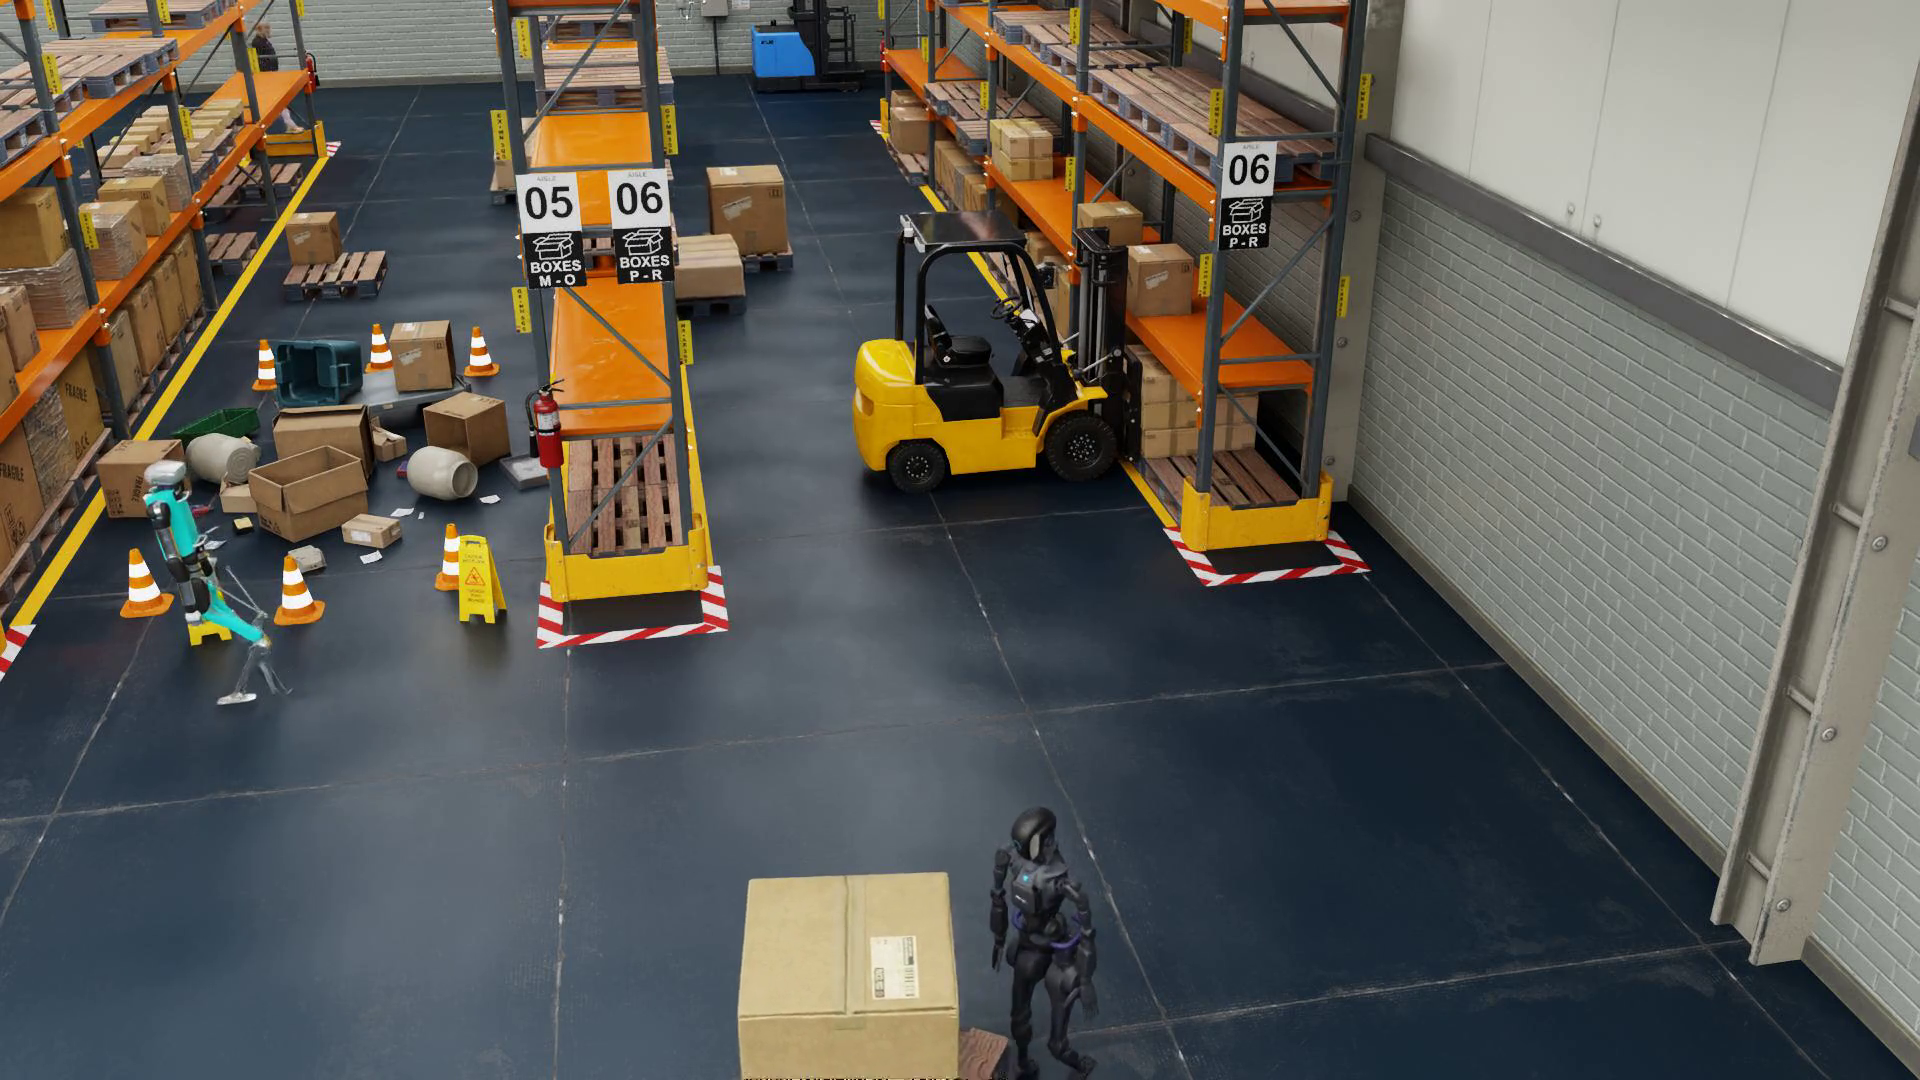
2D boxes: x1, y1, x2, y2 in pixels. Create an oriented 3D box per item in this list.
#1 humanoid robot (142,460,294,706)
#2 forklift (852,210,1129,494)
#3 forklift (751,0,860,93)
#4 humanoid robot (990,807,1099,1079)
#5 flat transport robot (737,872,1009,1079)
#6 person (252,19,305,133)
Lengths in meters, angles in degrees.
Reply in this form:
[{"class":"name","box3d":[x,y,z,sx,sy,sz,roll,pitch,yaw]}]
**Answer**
[{"class":"humanoid robot","box3d":[-4.727,0.360,10.801,0.781,1.898,0.547,-5,26,-11]},{"class":"forklift","box3d":[0.216,-1.659,14.366,2.313,2.155,1.214,-5,26,-10]},{"class":"forklift","box3d":[-2.872,-9.679,30.288,1.873,2.768,1.129,-5,26,-10]},{"class":"humanoid robot","box3d":[0.403,1.889,7.582,0.616,1.659,0.406,21,33,37]},{"class":"flat transport robot","box3d":[-0.449,2.729,7.445,1.431,0.231,0.659,10,27,20]},{"class":"person","box3d":[-11.234,-7.493,26.926,0.847,1.832,0.531,0,26,0]}]
